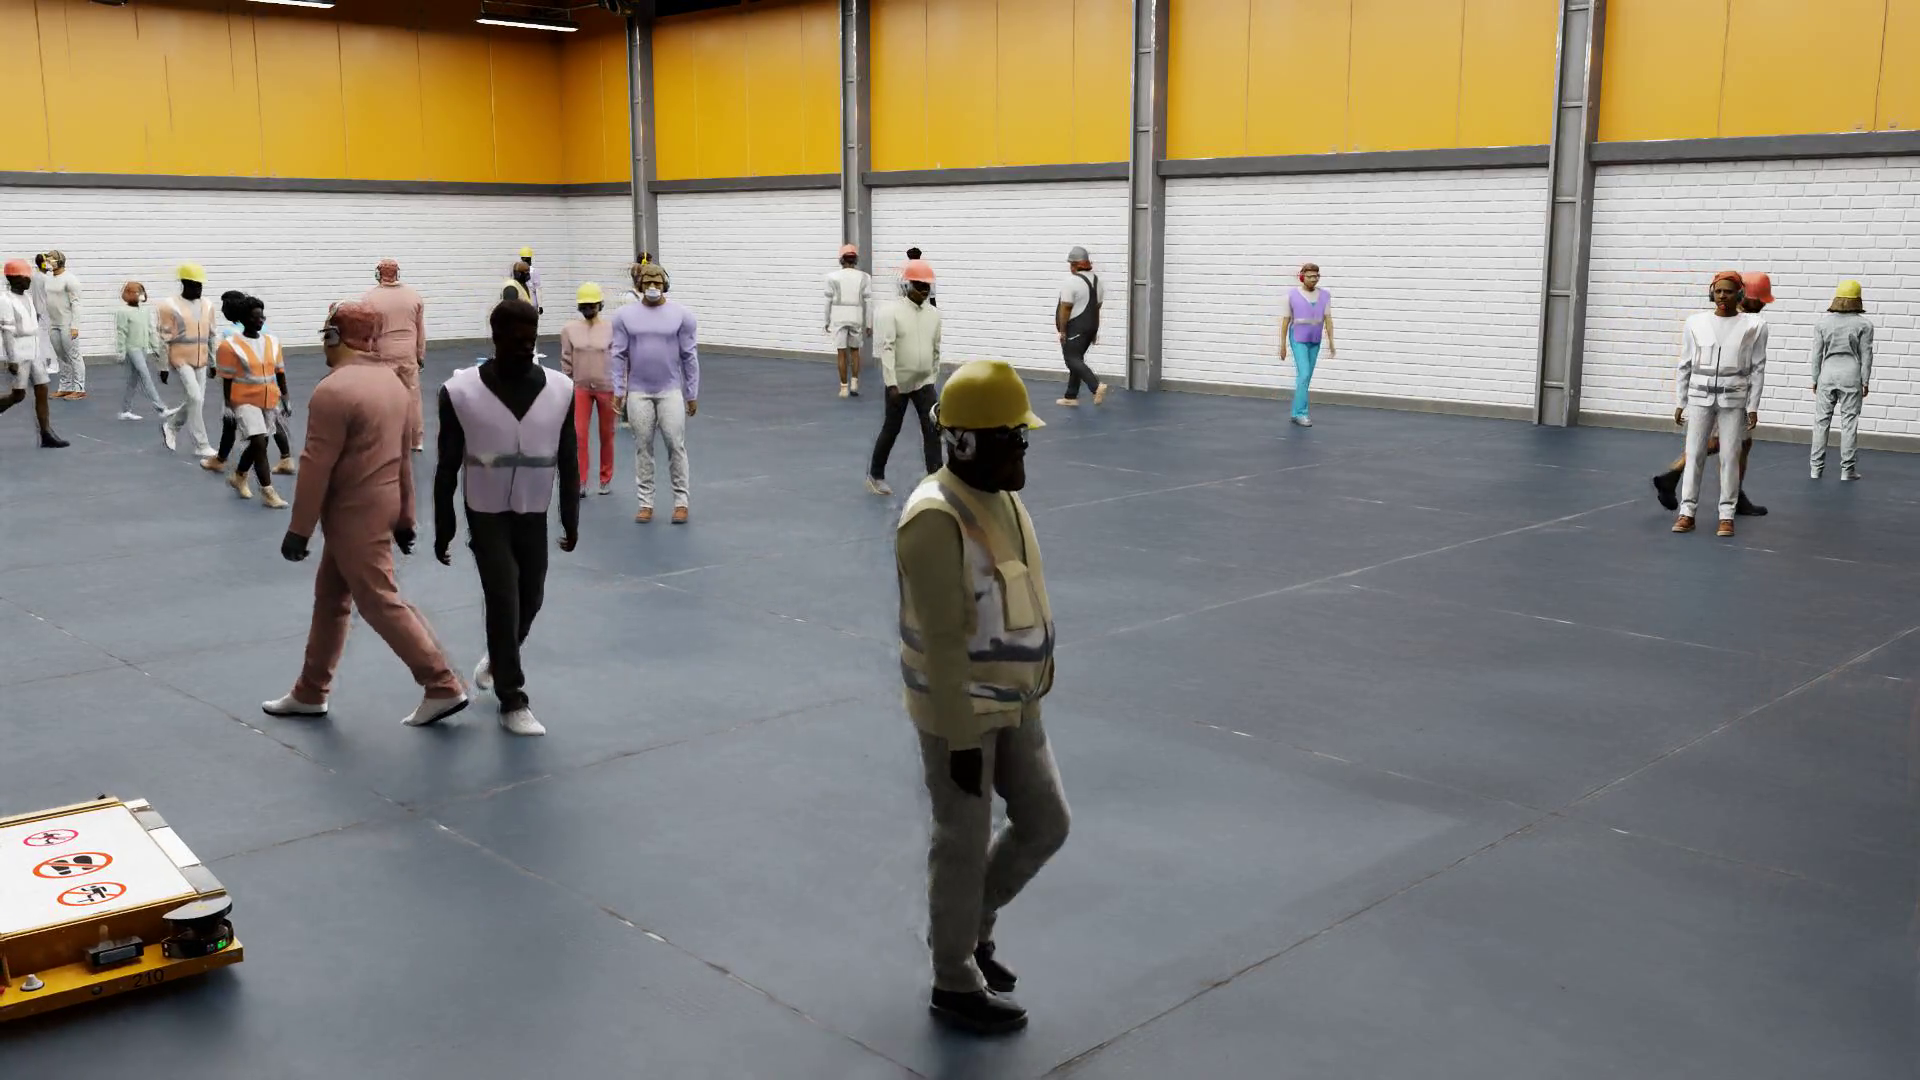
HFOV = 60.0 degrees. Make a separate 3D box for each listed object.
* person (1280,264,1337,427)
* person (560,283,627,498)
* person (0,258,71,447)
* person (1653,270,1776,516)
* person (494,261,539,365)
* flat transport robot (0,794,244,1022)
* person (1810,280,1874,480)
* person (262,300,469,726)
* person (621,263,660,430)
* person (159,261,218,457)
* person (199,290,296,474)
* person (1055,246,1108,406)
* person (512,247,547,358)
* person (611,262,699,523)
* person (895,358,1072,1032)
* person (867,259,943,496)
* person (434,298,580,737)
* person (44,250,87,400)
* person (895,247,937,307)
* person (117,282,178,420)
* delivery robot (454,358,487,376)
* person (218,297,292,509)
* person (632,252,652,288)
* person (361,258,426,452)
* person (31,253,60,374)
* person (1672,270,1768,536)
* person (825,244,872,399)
[{"bbox_3d":[3.923,-2.173,18.621,0.560,1.813,0.723,-4,11,-22],"label":"person"},{"bbox_3d":[-2.975,-1.193,13.452,0.547,1.733,0.800,-1,10,-4],"label":"person"},{"bbox_3d":[-9.452,-1.863,16.658,0.811,1.919,0.551,1,10,3],"label":"person"},{"bbox_3d":[5.748,-1.095,12.553,0.812,1.881,0.576,0,10,2],"label":"person"},{"bbox_3d":[-6.130,-2.914,22.748,0.983,1.795,0.633,2,11,9],"label":"person"},{"bbox_3d":[-2.756,1.071,5.135,0.652,0.197,1.431,-8,13,-37],"label":"flat transport robot"},{"bbox_3d":[7.715,-1.395,14.567,0.485,1.744,0.295,9,13,39],"label":"person"},{"bbox_3d":[-2.621,-0.104,7.229,0.953,1.857,0.649,0,10,-1],"label":"person"},{"bbox_3d":[-3.390,-2.090,18.117,0.773,1.817,0.548,3,11,15],"label":"person"},{"bbox_3d":[-7.535,-1.756,16.138,0.810,1.892,0.603,5,11,24],"label":"person"},{"bbox_3d":[-6.365,-1.391,14.805,0.909,1.645,0.538,3,11,15],"label":"person"},{"bbox_3d":[1.522,-2.651,20.599,0.845,2.000,0.687,9,13,39],"label":"person"},{"bbox_3d":[-7.510,-4.124,28.935,0.588,1.930,0.361,4,11,22],"label":"person"},{"bbox_3d":[-2.260,-1.087,12.368,0.640,1.937,0.401,0,10,-1],"label":"person"},{"bbox_3d":[0.058,0.430,4.412,0.429,1.818,0.597,5,12,27],"label":"person"},{"bbox_3d":[-0.430,-1.287,13.428,0.611,1.954,0.967,-7,12,-32],"label":"person"},{"bbox_3d":[-2.004,-0.128,7.301,0.640,1.881,0.787,-7,13,-35],"label":"person"},{"bbox_3d":[-11.639,-2.781,21.589,0.627,1.940,0.372,6,12,29],"label":"person"},{"bbox_3d":[-0.630,-3.177,23.690,0.604,1.960,0.372,-2,11,-10],"label":"person"},{"bbox_3d":[-9.380,-2.163,19.139,0.825,1.585,0.523,1,10,6],"label":"person"},{"bbox_3d":[-6.114,-2.090,21.338,0.707,0.478,0.477,-2,11,-11],"label":"delivery robot"},{"bbox_3d":[-5.626,-1.100,13.178,0.837,1.665,0.536,6,12,31],"label":"person"},{"bbox_3d":[-5.041,-3.652,26.545,0.328,1.865,0.517,-7,13,-35],"label":"person"},{"bbox_3d":[-5.555,-1.794,16.291,0.639,1.911,0.406,-9,14,-41],"label":"person"},{"bbox_3d":[-14.024,-3.487,25.686,0.536,1.839,0.651,9,14,41],"label":"person"},{"bbox_3d":[5.403,-0.969,11.864,0.575,1.883,0.355,6,12,31],"label":"person"},{"bbox_3d":[-1.463,-2.859,21.838,0.602,2.007,0.538,-3,11,-15],"label":"person"}]
